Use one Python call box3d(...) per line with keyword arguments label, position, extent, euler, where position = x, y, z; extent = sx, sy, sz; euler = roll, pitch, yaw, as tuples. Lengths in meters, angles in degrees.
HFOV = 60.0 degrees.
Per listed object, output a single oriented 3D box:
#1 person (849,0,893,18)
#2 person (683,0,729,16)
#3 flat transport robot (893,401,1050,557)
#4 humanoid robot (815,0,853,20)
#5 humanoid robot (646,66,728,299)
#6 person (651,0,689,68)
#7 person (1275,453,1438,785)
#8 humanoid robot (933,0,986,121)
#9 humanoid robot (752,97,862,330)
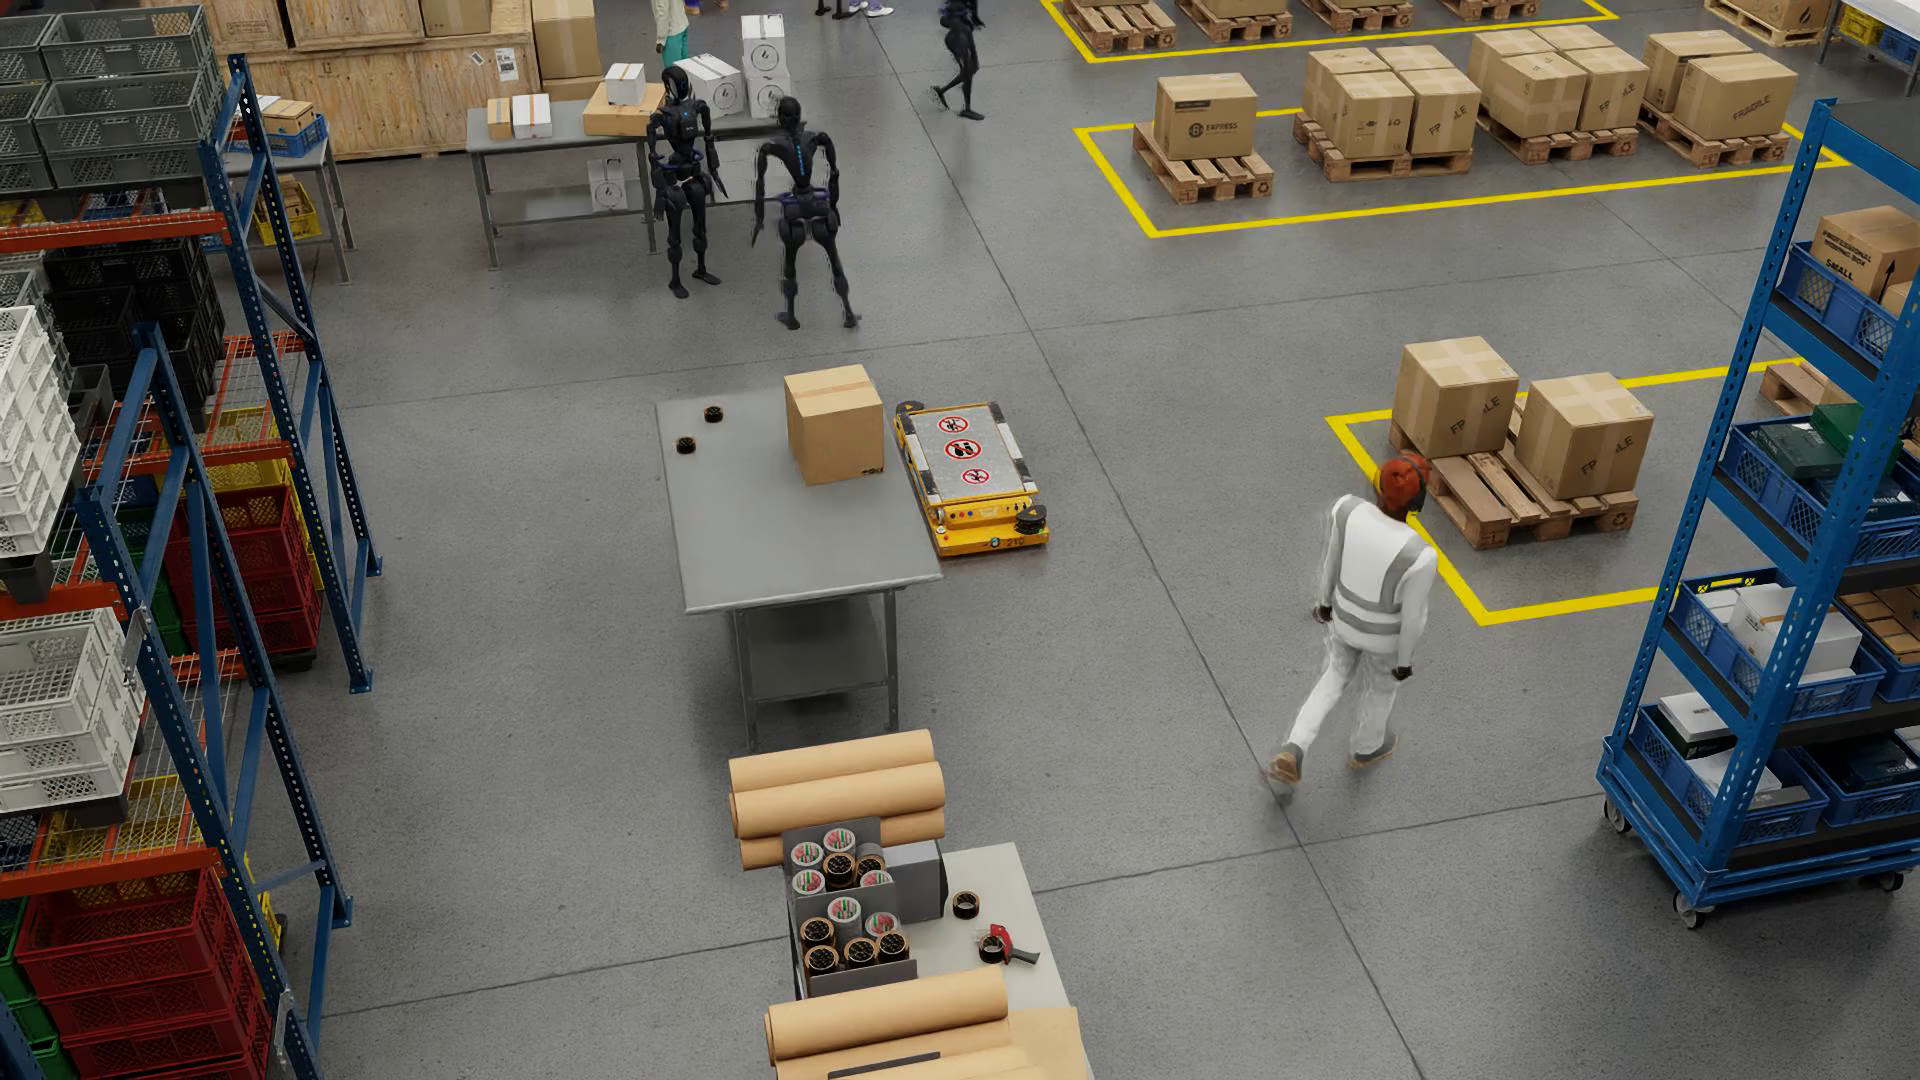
box3d(label="person", position=(-0.953, -6.165, 16.450), extent=(0.584, 1.928, 0.365), euler=(25, 43, 30))
box3d(label="person", position=(-2.649, -6.277, 16.508), extent=(0.685, 2.000, 0.536), euler=(-22, 42, -27))
box3d(label="flat transport robot", position=(0.046, -0.430, 10.108), extent=(0.652, 0.197, 1.431), euler=(-8, 37, -10))
box3d(label="humanoid robot", position=(-1.285, -6.028, 16.471), extent=(0.602, 1.652, 0.353), euler=(25, 43, 29))
box3d(label="humanoid robot", position=(-1.942, -2.537, 11.769), extent=(0.588, 1.660, 0.328), euler=(-30, 46, -34))
box3d(label="person", position=(-2.467, -4.328, 14.115), extent=(0.314, 1.768, 0.524), euler=(6, 37, 7))
box3d(label="person", position=(1.858, 0.408, 7.672), extent=(0.728, 1.860, 0.584), euler=(-27, 44, -31))
box3d(label="humanoid robot", position=(-0.002, -4.471, 14.387), extent=(0.488, 1.637, 0.646), euler=(9, 38, 11))
box3d(label="humanoid robot", position=(-1.061, -2.198, 11.334), extent=(0.750, 1.638, 0.514), euler=(-7, 37, -10))
